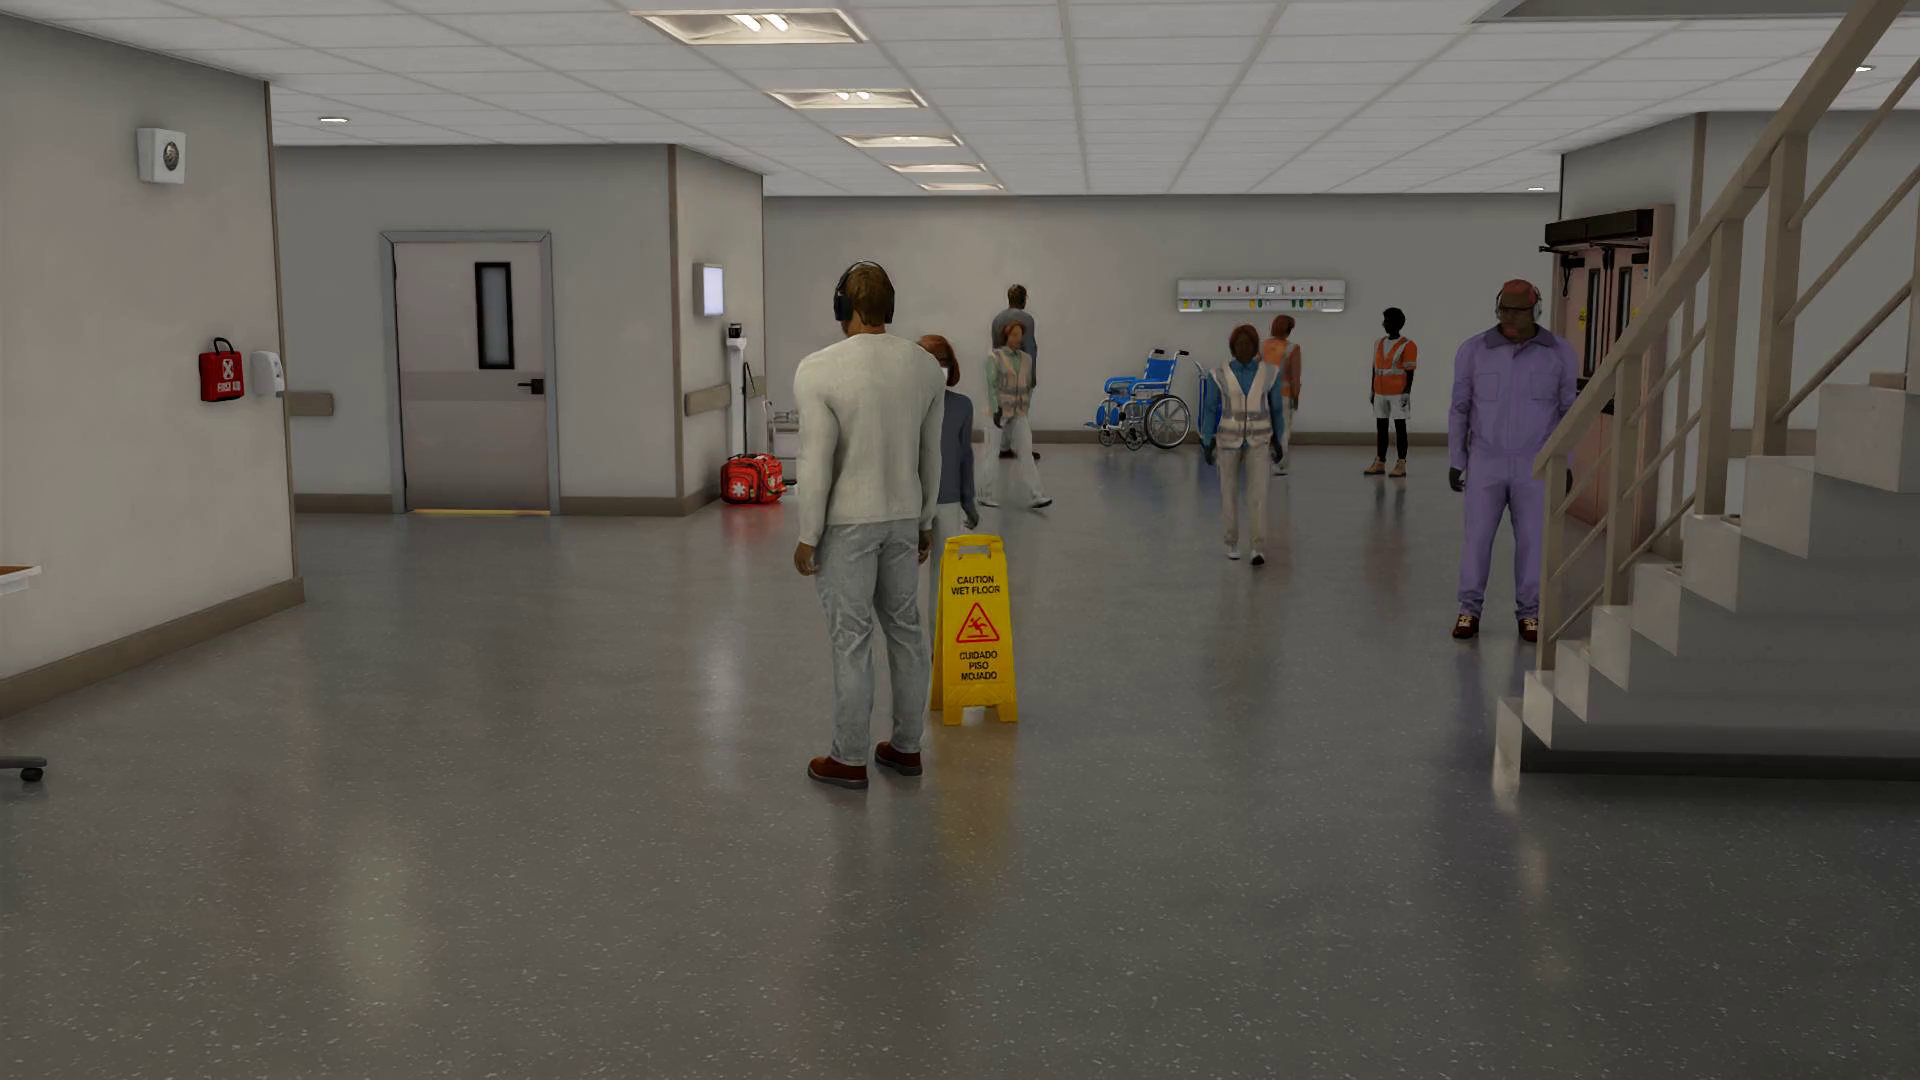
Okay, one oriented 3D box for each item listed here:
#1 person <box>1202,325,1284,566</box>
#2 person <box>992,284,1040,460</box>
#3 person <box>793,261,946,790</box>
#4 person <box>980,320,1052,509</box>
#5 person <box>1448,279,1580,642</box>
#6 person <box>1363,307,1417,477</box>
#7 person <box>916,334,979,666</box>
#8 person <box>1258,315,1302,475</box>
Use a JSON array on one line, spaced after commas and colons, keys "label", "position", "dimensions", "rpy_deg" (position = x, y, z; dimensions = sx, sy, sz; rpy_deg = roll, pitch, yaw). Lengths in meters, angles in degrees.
[{"label": "person", "position": [1.903, -0.630, 11.170], "dimensions": [0.547, 1.602, 0.810], "rpy_deg": [1, 8, 5]}, {"label": "person", "position": [0.619, -1.852, 18.400], "dimensions": [0.373, 1.940, 0.628], "rpy_deg": [-8, 11, -43]}, {"label": "person", "position": [-0.344, -0.051, 6.157], "dimensions": [0.630, 1.940, 0.372], "rpy_deg": [-7, 11, -38]}, {"label": "person", "position": [0.448, -1.047, 14.077], "dimensions": [0.530, 1.600, 0.850], "rpy_deg": [-6, 10, -33]}, {"label": "person", "position": [2.890, -0.410, 8.725], "dimensions": [0.646, 1.900, 0.401], "rpy_deg": [2, 9, 17]}, {"label": "person", "position": [4.324, -1.478, 16.679], "dimensions": [0.319, 1.696, 0.532], "rpy_deg": [-6, 10, -36]}, {"label": "person", "position": [-0.146, -0.157, 7.911], "dimensions": [0.506, 1.632, 0.272], "rpy_deg": [-5, 10, -32]}, {"label": "person", "position": [3.168, -1.448, 16.710], "dimensions": [0.532, 1.623, 0.437], "rpy_deg": [8, 11, 42]}]
